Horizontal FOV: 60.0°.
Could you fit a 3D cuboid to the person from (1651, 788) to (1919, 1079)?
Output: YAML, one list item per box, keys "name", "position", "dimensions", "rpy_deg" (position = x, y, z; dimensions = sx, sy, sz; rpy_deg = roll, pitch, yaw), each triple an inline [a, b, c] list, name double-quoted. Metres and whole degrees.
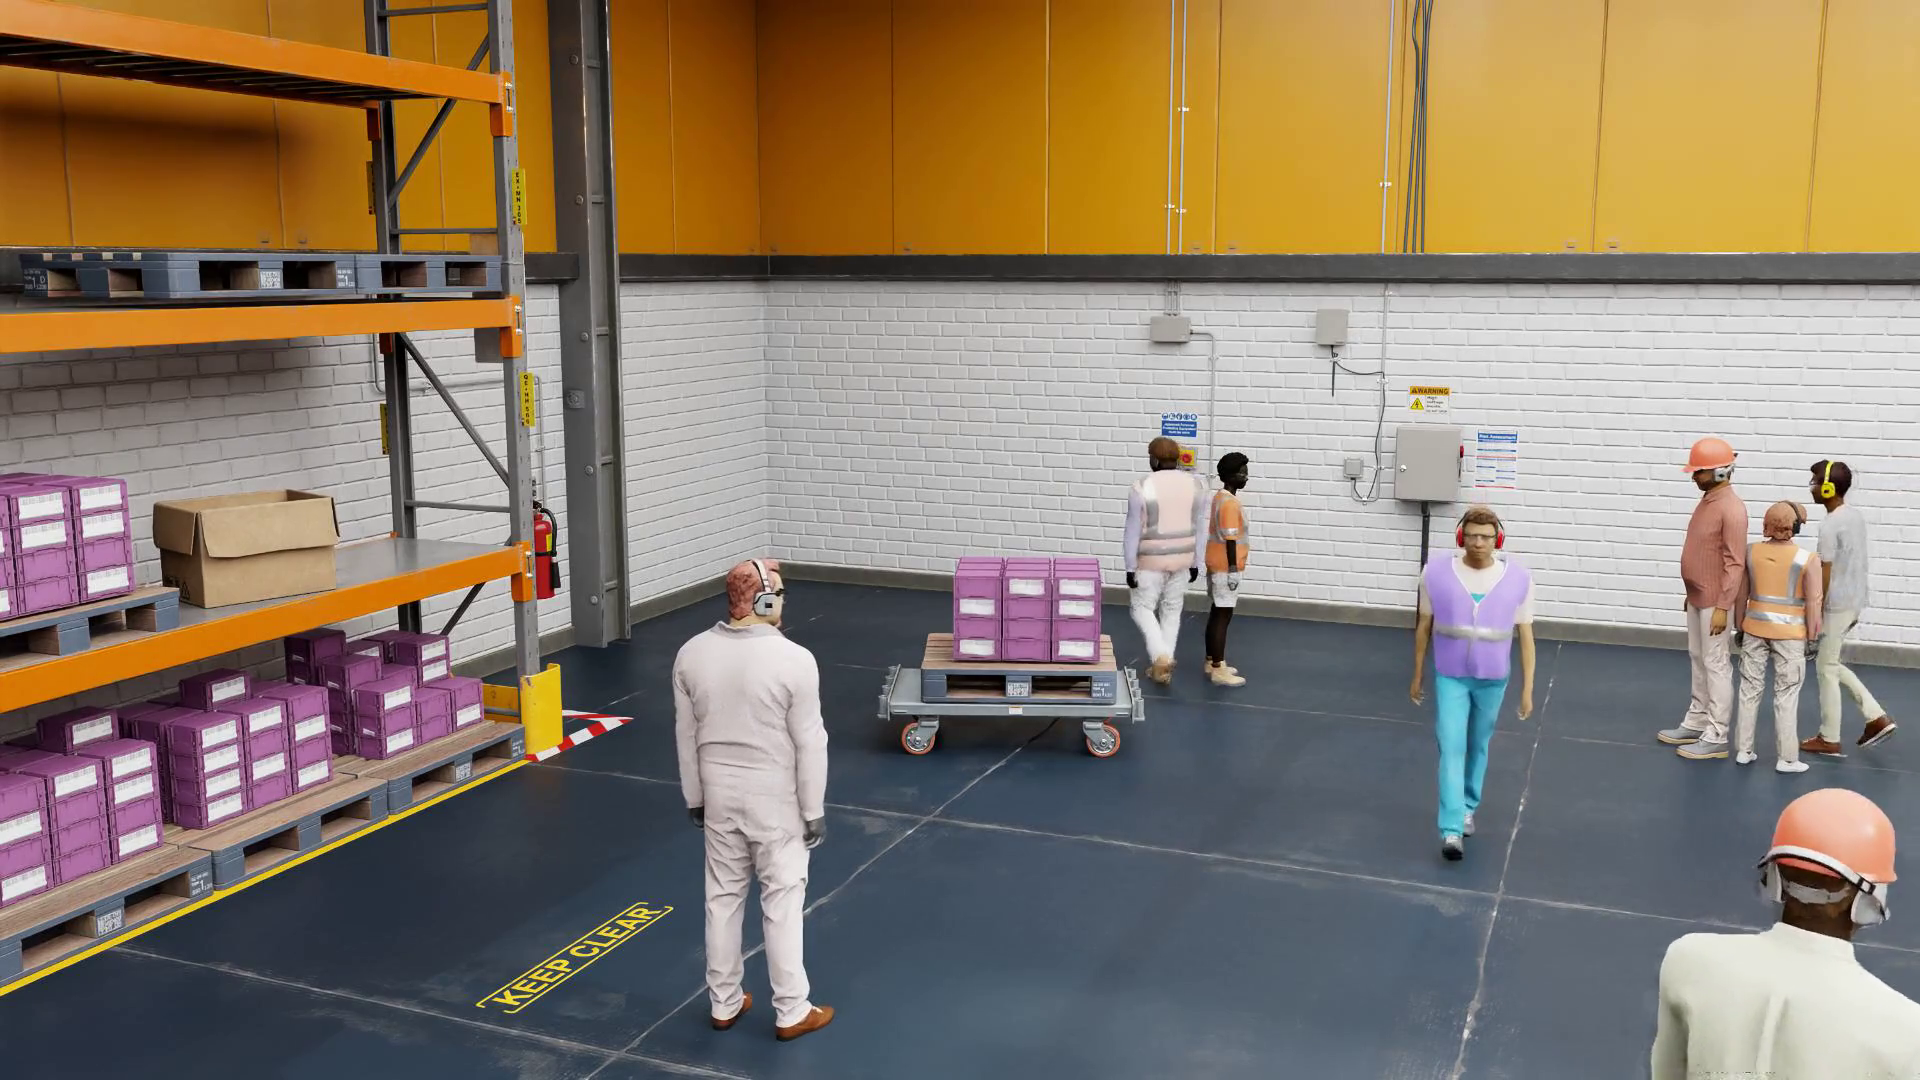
- name: "person"
  position: [1.783, 1.482, 3.617]
  dimensions: [1.033, 1.923, 0.638]
  rpy_deg: [-9, 13, -42]

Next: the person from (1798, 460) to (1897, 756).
- name: "person"
  position: [5.440, 0.436, 10.241]
  dimensions: [0.503, 1.846, 0.547]
  rpy_deg: [9, 13, 44]

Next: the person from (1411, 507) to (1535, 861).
- name: "person"
  position: [2.642, 0.732, 8.556]
  dimensions: [0.596, 1.795, 0.969]
  rpy_deg: [2, 10, 12]

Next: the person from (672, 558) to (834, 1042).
- name: "person"
  position: [-0.795, 1.014, 6.556]
  dimensions: [0.643, 1.905, 0.400]
  rpy_deg: [4, 10, 24]

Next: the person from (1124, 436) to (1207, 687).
- name: "person"
  position: [1.468, 0.168, 11.918]
  dimensions: [0.638, 1.827, 0.596]
  rpy_deg: [-3, 10, -19]

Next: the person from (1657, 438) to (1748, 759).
- name: "person"
  position: [4.622, 0.357, 10.290]
  dimensions: [0.393, 1.985, 0.611]
  rpy_deg: [1, 9, 5]

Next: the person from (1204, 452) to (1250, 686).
- name: "person"
  position: [1.943, 0.201, 12.098]
  dimensions: [0.318, 1.698, 0.539]
  rpy_deg: [0, 9, 1]

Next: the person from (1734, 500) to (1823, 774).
- name: "person"
  position: [4.894, 0.578, 9.985]
  dimensions: [0.313, 1.642, 0.513]
  rpy_deg: [-7, 12, -38]
